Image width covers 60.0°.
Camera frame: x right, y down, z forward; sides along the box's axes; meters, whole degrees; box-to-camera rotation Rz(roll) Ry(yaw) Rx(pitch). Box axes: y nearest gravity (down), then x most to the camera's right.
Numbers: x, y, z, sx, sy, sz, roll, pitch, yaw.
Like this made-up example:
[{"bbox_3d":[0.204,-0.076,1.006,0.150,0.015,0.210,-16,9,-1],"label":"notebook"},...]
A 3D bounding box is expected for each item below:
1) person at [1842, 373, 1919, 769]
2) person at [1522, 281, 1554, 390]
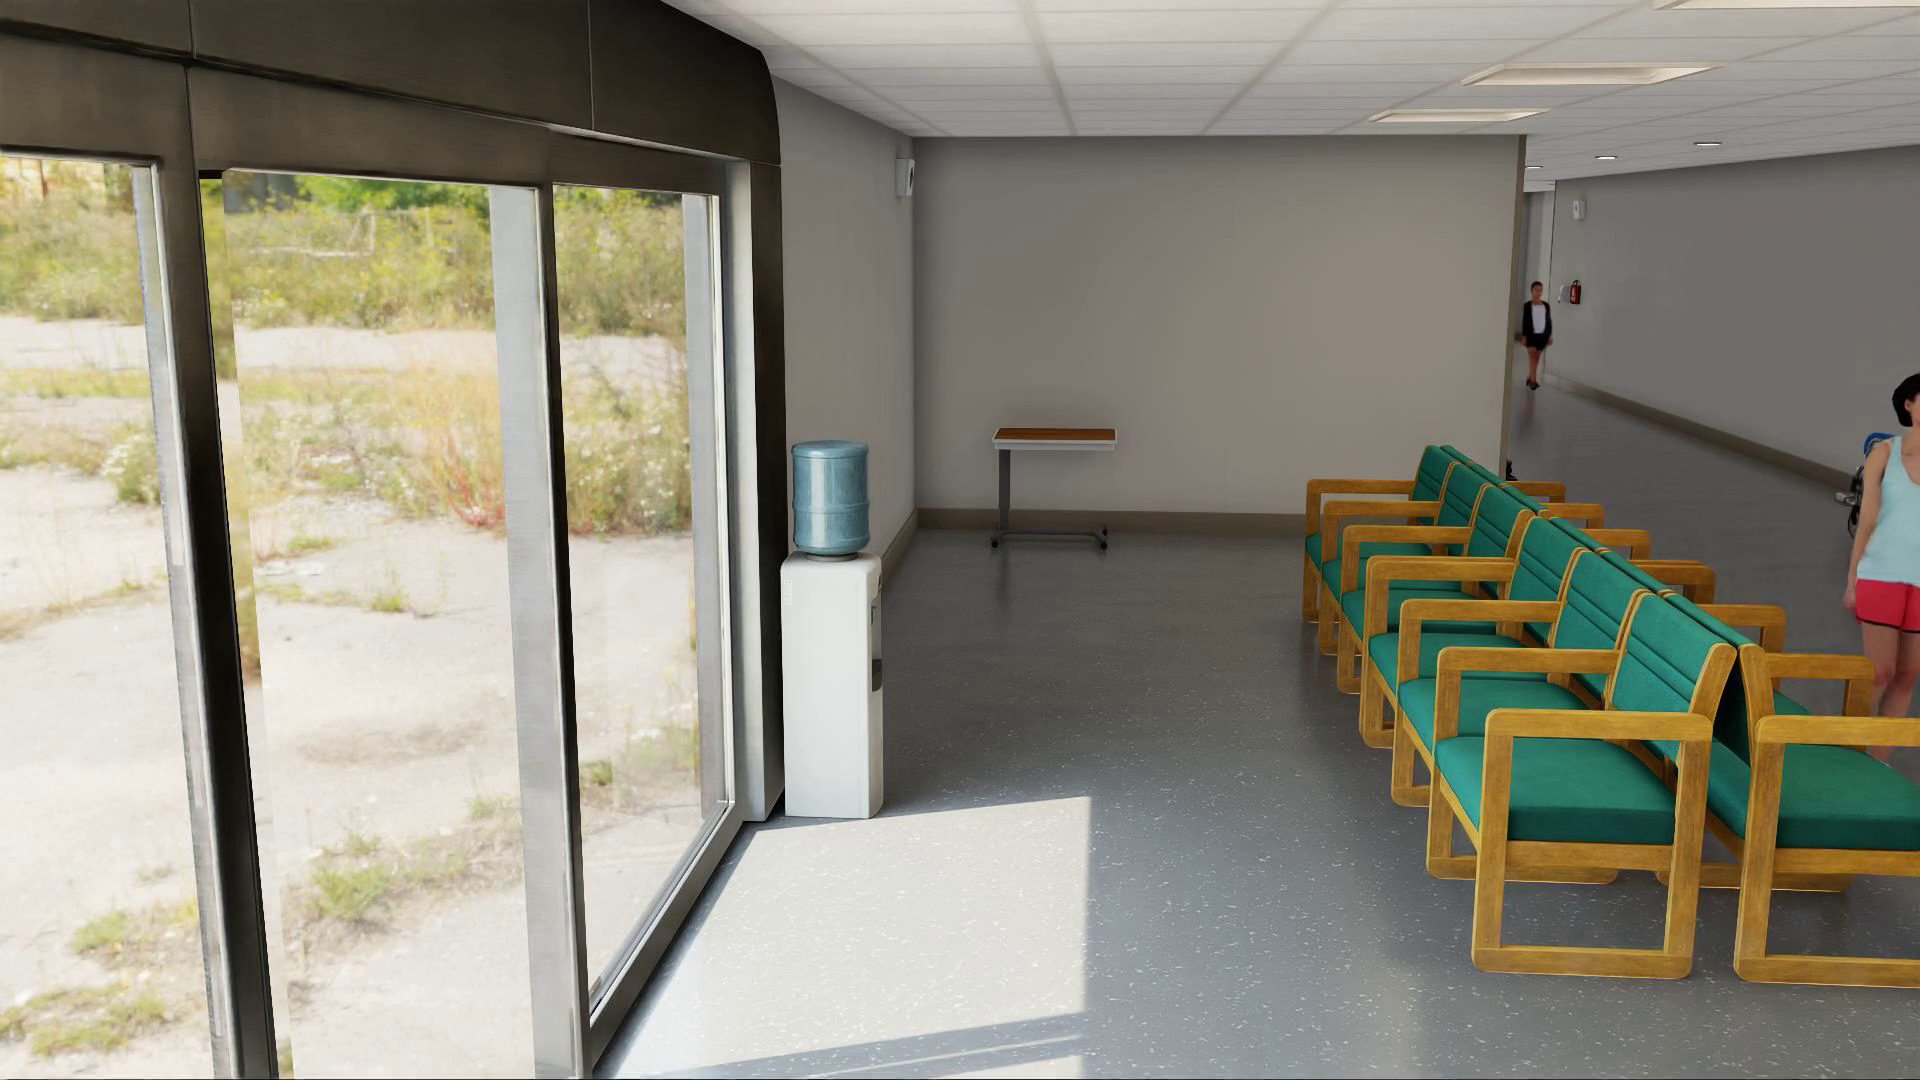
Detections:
[{"bbox_3d":[3.861,0.182,6.885,0.608,1.757,0.657,2,11,9],"label":"person"},{"bbox_3d":[8.240,-2.910,23.823,0.965,1.519,0.598,1,11,5],"label":"person"}]
